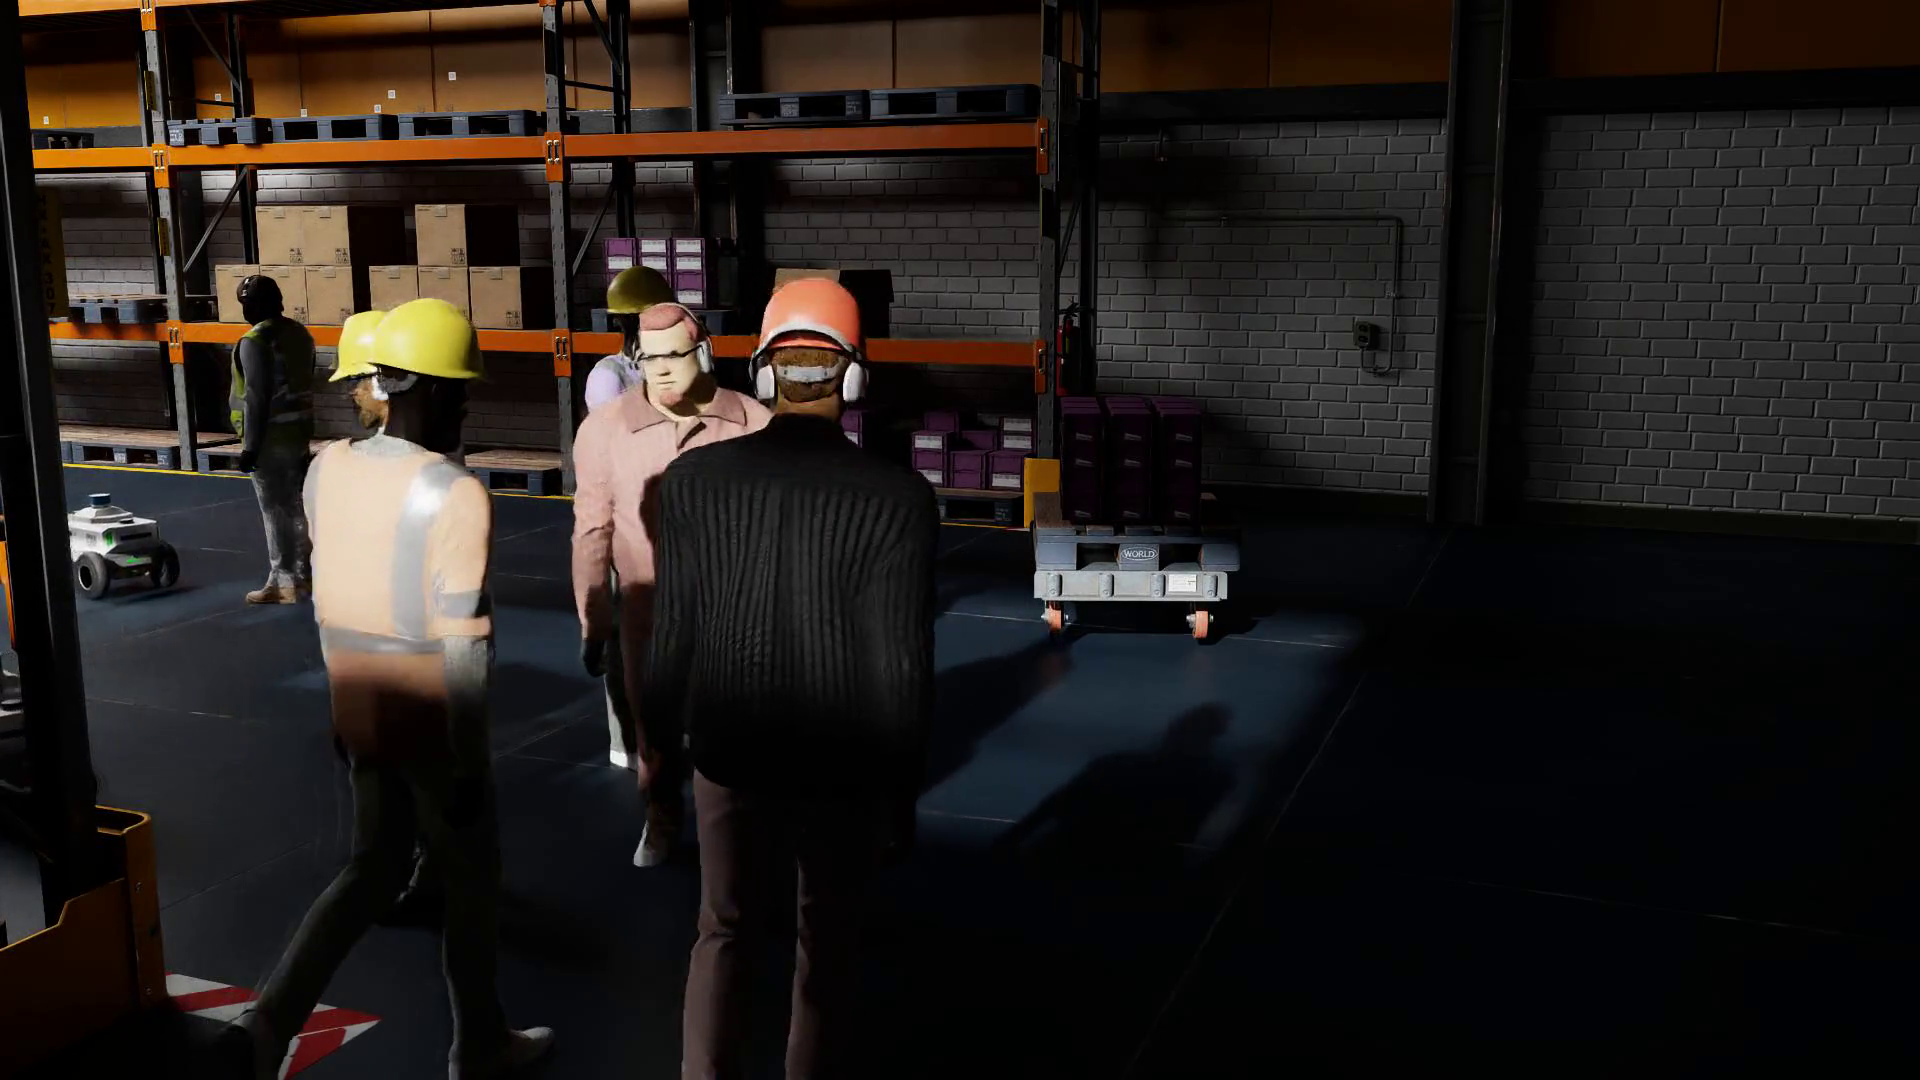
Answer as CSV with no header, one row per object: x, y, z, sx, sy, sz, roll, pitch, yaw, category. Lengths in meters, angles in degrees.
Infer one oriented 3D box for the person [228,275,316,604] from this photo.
-3.860,-0.560,9.352,0.430,1.838,0.619,1,10,7,person

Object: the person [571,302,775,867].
-0.840,0.200,5.112,0.679,1.863,0.893,-2,10,-11,person

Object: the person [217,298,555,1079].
-1.309,0.414,3.764,0.615,1.897,0.757,6,12,30,person

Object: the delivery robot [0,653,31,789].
-3.464,0.644,5.950,0.707,0.478,0.477,10,14,43,delivery robot

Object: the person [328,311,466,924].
-1.656,0.230,4.988,0.403,1.822,0.588,-2,10,-11,person

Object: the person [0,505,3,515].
-6.713,-0.873,10.887,0.931,1.913,0.616,-1,10,-6,person

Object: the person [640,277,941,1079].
-0.370,0.460,3.358,0.647,1.955,0.836,1,10,8,person

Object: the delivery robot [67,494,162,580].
-4.985,-0.026,9.683,0.707,0.478,0.477,7,12,34,delivery robot

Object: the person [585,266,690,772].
-1.216,-0.079,6.406,0.358,1.930,0.588,2,10,10,person
